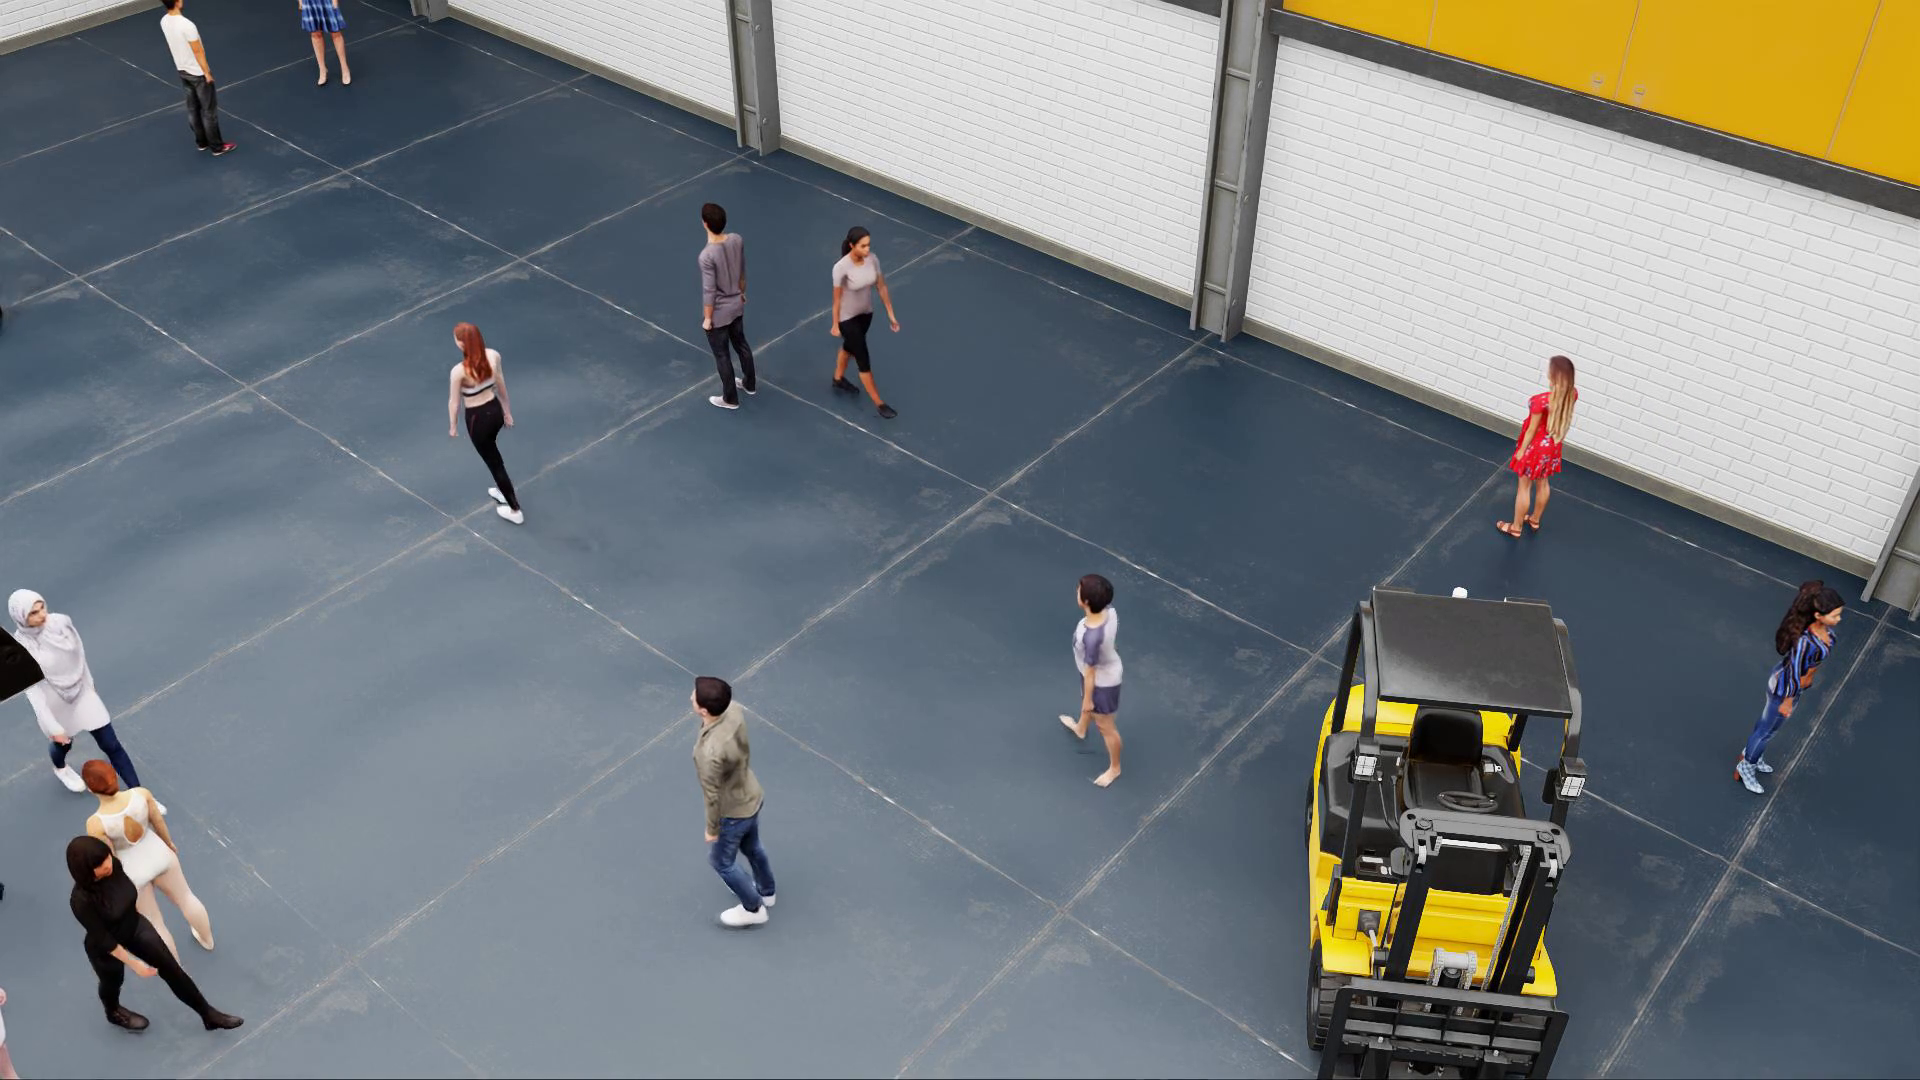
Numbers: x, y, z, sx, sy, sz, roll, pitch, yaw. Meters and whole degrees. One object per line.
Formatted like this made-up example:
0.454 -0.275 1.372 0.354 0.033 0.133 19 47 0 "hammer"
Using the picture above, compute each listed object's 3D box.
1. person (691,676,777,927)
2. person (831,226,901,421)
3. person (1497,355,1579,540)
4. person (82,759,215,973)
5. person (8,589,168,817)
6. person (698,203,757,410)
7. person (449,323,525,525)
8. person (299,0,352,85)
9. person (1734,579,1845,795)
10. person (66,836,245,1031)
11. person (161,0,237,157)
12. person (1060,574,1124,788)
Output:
-1.280 1.530 9.579 0.781 1.842 0.790 7 39 9 "person"
-0.937 -1.883 13.967 1.145 1.699 0.697 29 47 31 "person"
4.398 -0.703 12.574 0.648 1.594 0.659 -17 42 -21 "person"
-4.590 1.838 9.352 0.513 1.644 0.584 20 43 24 "person"
-5.602 1.012 10.312 1.169 1.736 0.733 20 43 23 "person"
-1.975 -1.963 13.945 0.560 1.851 0.700 22 43 25 "person"
-3.540 -0.851 12.655 0.729 1.724 0.615 23 44 26 "person"
-7.409 -6.165 19.244 0.738 1.805 0.819 0 39 0 "person"
5.239 0.924 10.519 0.549 1.616 0.609 25 45 28 "person"
-4.611 2.171 8.974 1.106 1.596 0.853 9 39 11 "person"
-8.234 -5.023 17.816 0.530 1.802 0.726 19 42 22 "person"
0.924 0.877 10.633 0.874 1.548 0.836 6 39 8 "person"
